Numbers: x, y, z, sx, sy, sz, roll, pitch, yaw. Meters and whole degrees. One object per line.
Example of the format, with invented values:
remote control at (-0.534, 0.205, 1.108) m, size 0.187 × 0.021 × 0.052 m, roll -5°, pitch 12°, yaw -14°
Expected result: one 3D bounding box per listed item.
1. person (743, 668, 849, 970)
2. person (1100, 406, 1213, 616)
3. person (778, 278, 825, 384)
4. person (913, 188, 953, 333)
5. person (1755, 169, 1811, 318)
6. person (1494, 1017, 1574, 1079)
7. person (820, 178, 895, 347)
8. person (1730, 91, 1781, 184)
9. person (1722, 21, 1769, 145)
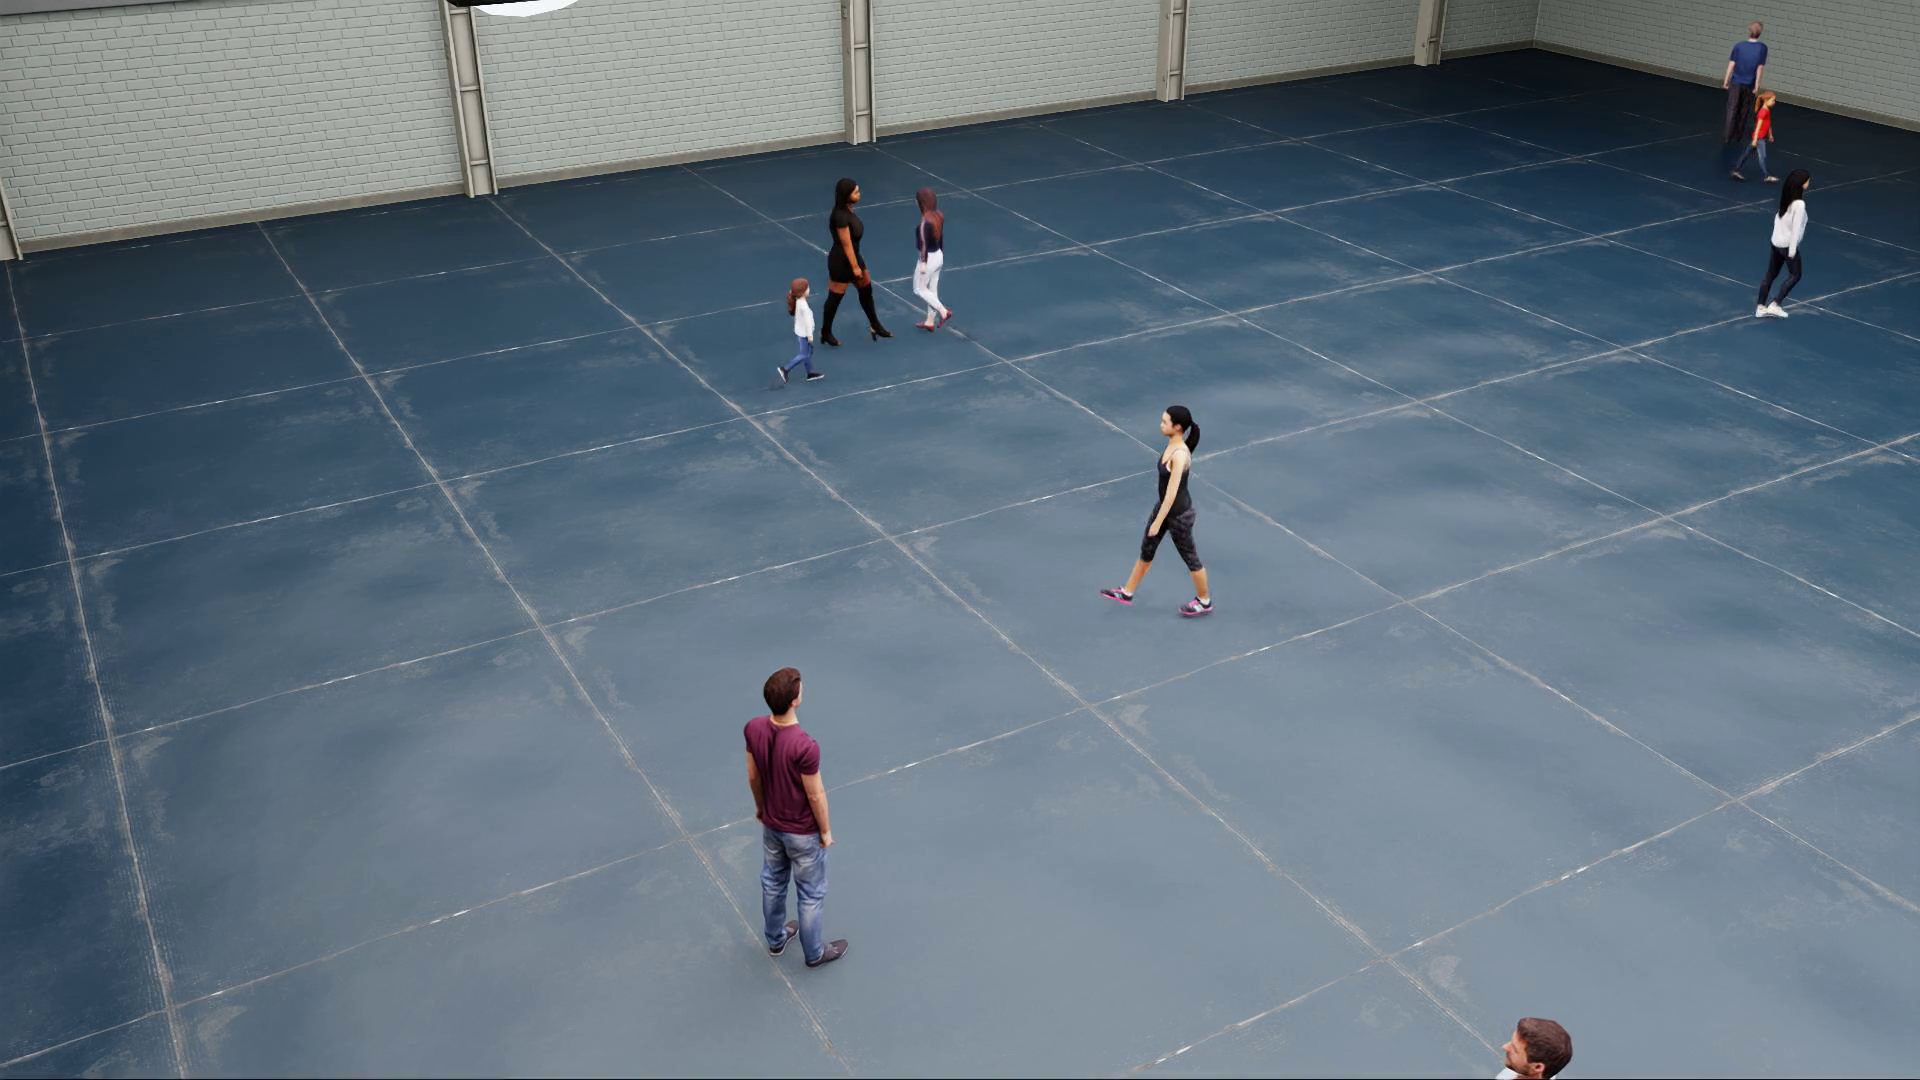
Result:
person at (-0.912, 1.506, 9.008) m, size 0.736 × 1.855 × 0.718 m, roll 17°, pitch 32°, yaw 29°
person at (1.714, -0.177, 12.456) m, size 1.163 × 1.692 × 0.899 m, roll -2°, pitch 27°, yaw -5°
person at (-1.632, -2.110, 16.854) m, size 0.749 × 1.102 × 0.530 m, roll -9°, pitch 29°, yaw -17°
person at (-0.279, -3.013, 18.066) m, size 0.849 × 1.597 × 0.794 m, roll 12°, pitch 30°, yaw 22°
person at (9.079, -3.276, 18.472) m, size 0.740 × 1.693 × 0.738 m, roll -1°, pitch 27°, yaw -2°
person at (2.219, 2.660, 6.755) m, size 0.749 × 1.866 × 0.702 m, roll 5°, pitch 28°, yaw 10°
person at (-1.310, -2.899, 17.602) m, size 1.119 × 1.820 × 1.004 m, roll 4°, pitch 28°, yaw 8°
person at (11.317, -5.736, 23.703) m, size 0.814 × 1.279 × 0.888 m, roll 15°, pitch 31°, yaw 27°
person at (11.966, -6.947, 25.435) m, size 1.018 × 1.845 × 1.143 m, roll 11°, pitch 29°, yaw 21°
